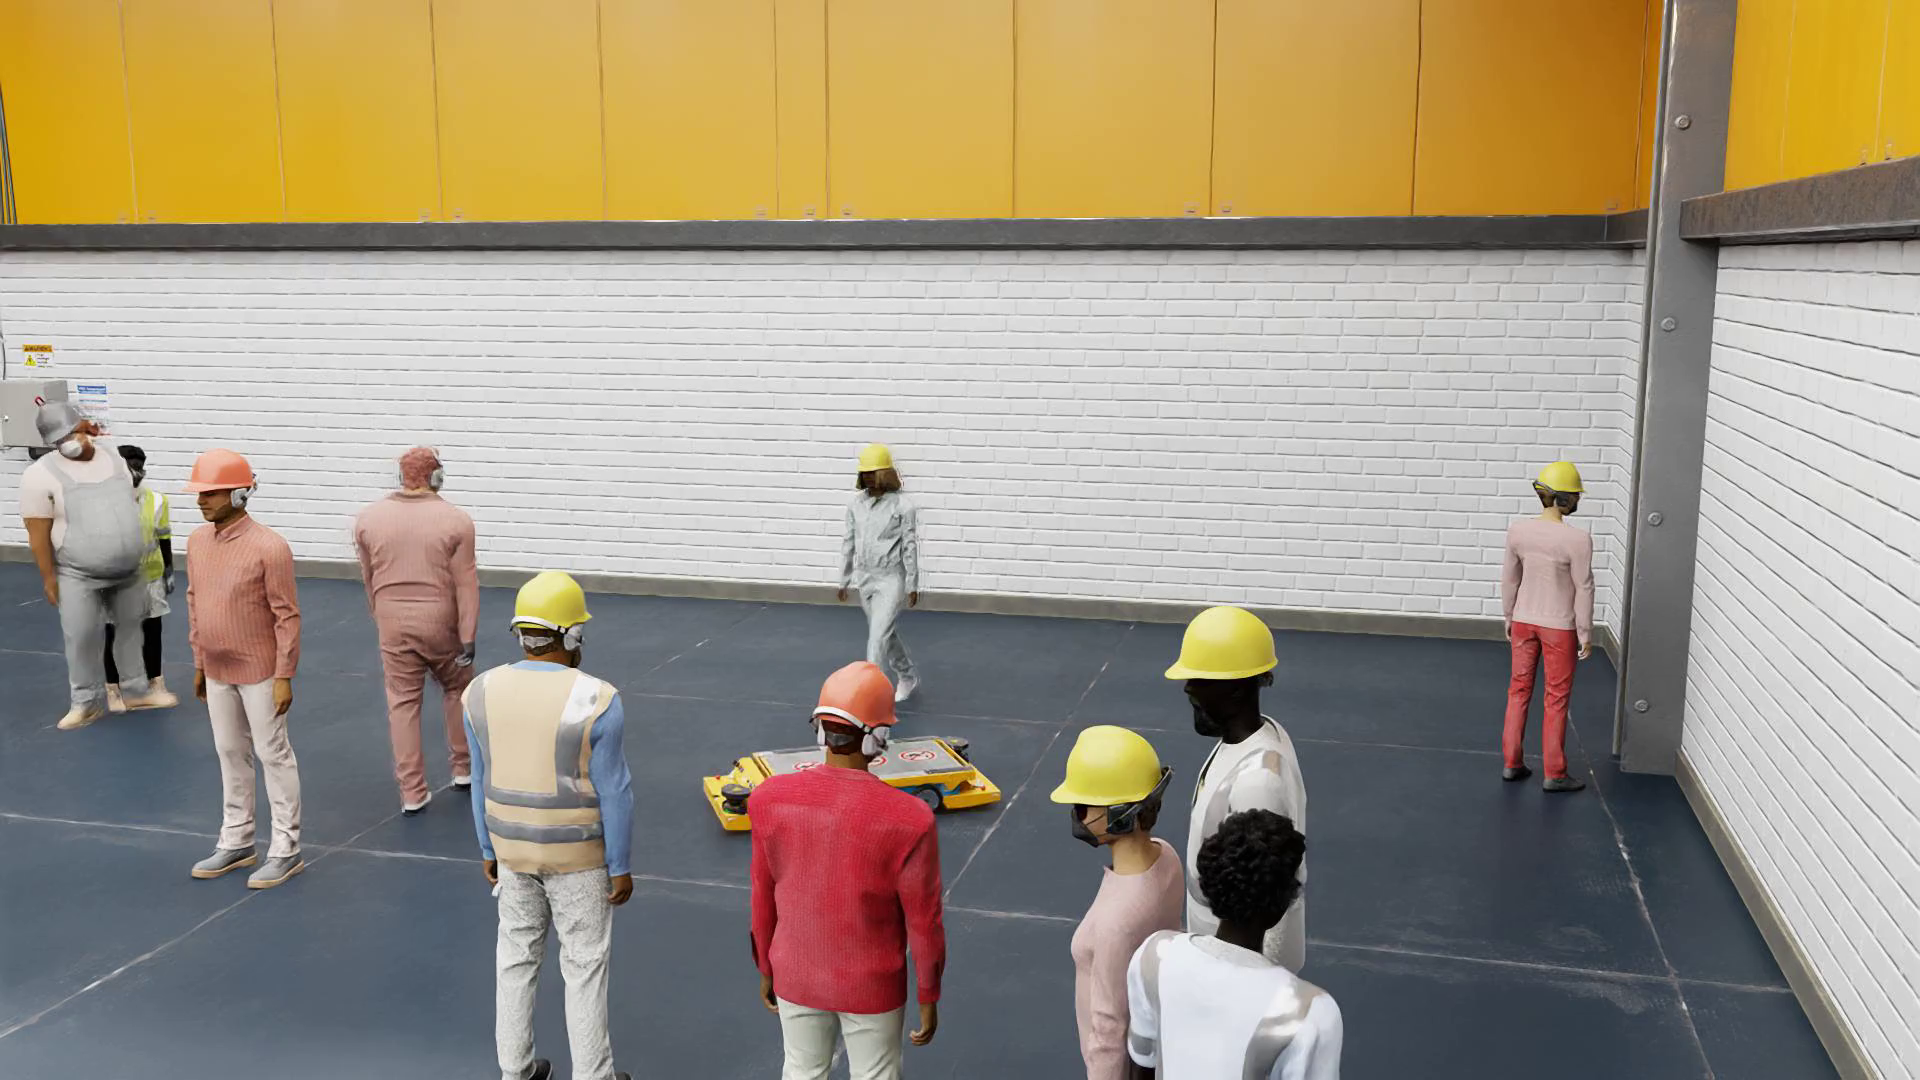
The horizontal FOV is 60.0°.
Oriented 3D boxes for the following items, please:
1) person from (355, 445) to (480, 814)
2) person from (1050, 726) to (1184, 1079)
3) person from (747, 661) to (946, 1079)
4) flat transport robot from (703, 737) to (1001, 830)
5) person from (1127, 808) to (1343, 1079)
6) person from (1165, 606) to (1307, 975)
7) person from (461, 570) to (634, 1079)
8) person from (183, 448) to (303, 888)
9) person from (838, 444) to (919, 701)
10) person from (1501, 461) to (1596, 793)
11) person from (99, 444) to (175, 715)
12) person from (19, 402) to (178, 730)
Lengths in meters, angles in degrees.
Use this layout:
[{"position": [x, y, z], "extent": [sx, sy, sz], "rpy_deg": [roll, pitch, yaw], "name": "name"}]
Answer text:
[{"position": [-2.780, 0.438, 8.703], "extent": [0.640, 1.873, 0.815], "rpy_deg": [0, 10, -1], "name": "person"}, {"position": [0.383, 1.298, 3.968], "extent": [0.344, 1.761, 0.526], "rpy_deg": [3, 10, 19], "name": "person"}, {"position": [-0.306, 1.194, 4.633], "extent": [0.575, 1.739, 0.350], "rpy_deg": [3, 10, 17], "name": "person"}, {"position": [-0.568, 1.246, 8.638], "extent": [1.431, 0.197, 0.652], "rpy_deg": [-3, 10, -18], "name": "flat transport robot"}, {"position": [0.578, 1.401, 3.564], "extent": [0.319, 1.691, 0.540], "rpy_deg": [-9, 13, -43], "name": "person"}, {"position": [0.733, 1.123, 4.501], "extent": [0.386, 1.922, 0.594], "rpy_deg": [1, 10, 6], "name": "person"}, {"position": [-1.337, 1.007, 5.498], "extent": [0.591, 1.824, 0.404], "rpy_deg": [3, 10, 18], "name": "person"}, {"position": [-3.247, 0.577, 7.509], "extent": [0.612, 1.995, 0.393], "rpy_deg": [4, 11, 25], "name": "person"}, {"position": [-0.482, 0.238, 10.365], "extent": [0.499, 1.701, 0.882], "rpy_deg": [6, 11, 31], "name": "person"}, {"position": [3.143, 0.459, 8.881], "extent": [0.310, 1.766, 0.535], "rpy_deg": [-7, 12, -36], "name": "person"}, {"position": [-5.176, 0.237, 10.398], "extent": [0.322, 1.690, 0.544], "rpy_deg": [9, 13, 42], "name": "person"}, {"position": [-5.206, 0.109, 10.129], "extent": [0.534, 2.000, 0.807], "rpy_deg": [6, 12, 33], "name": "person"}]
